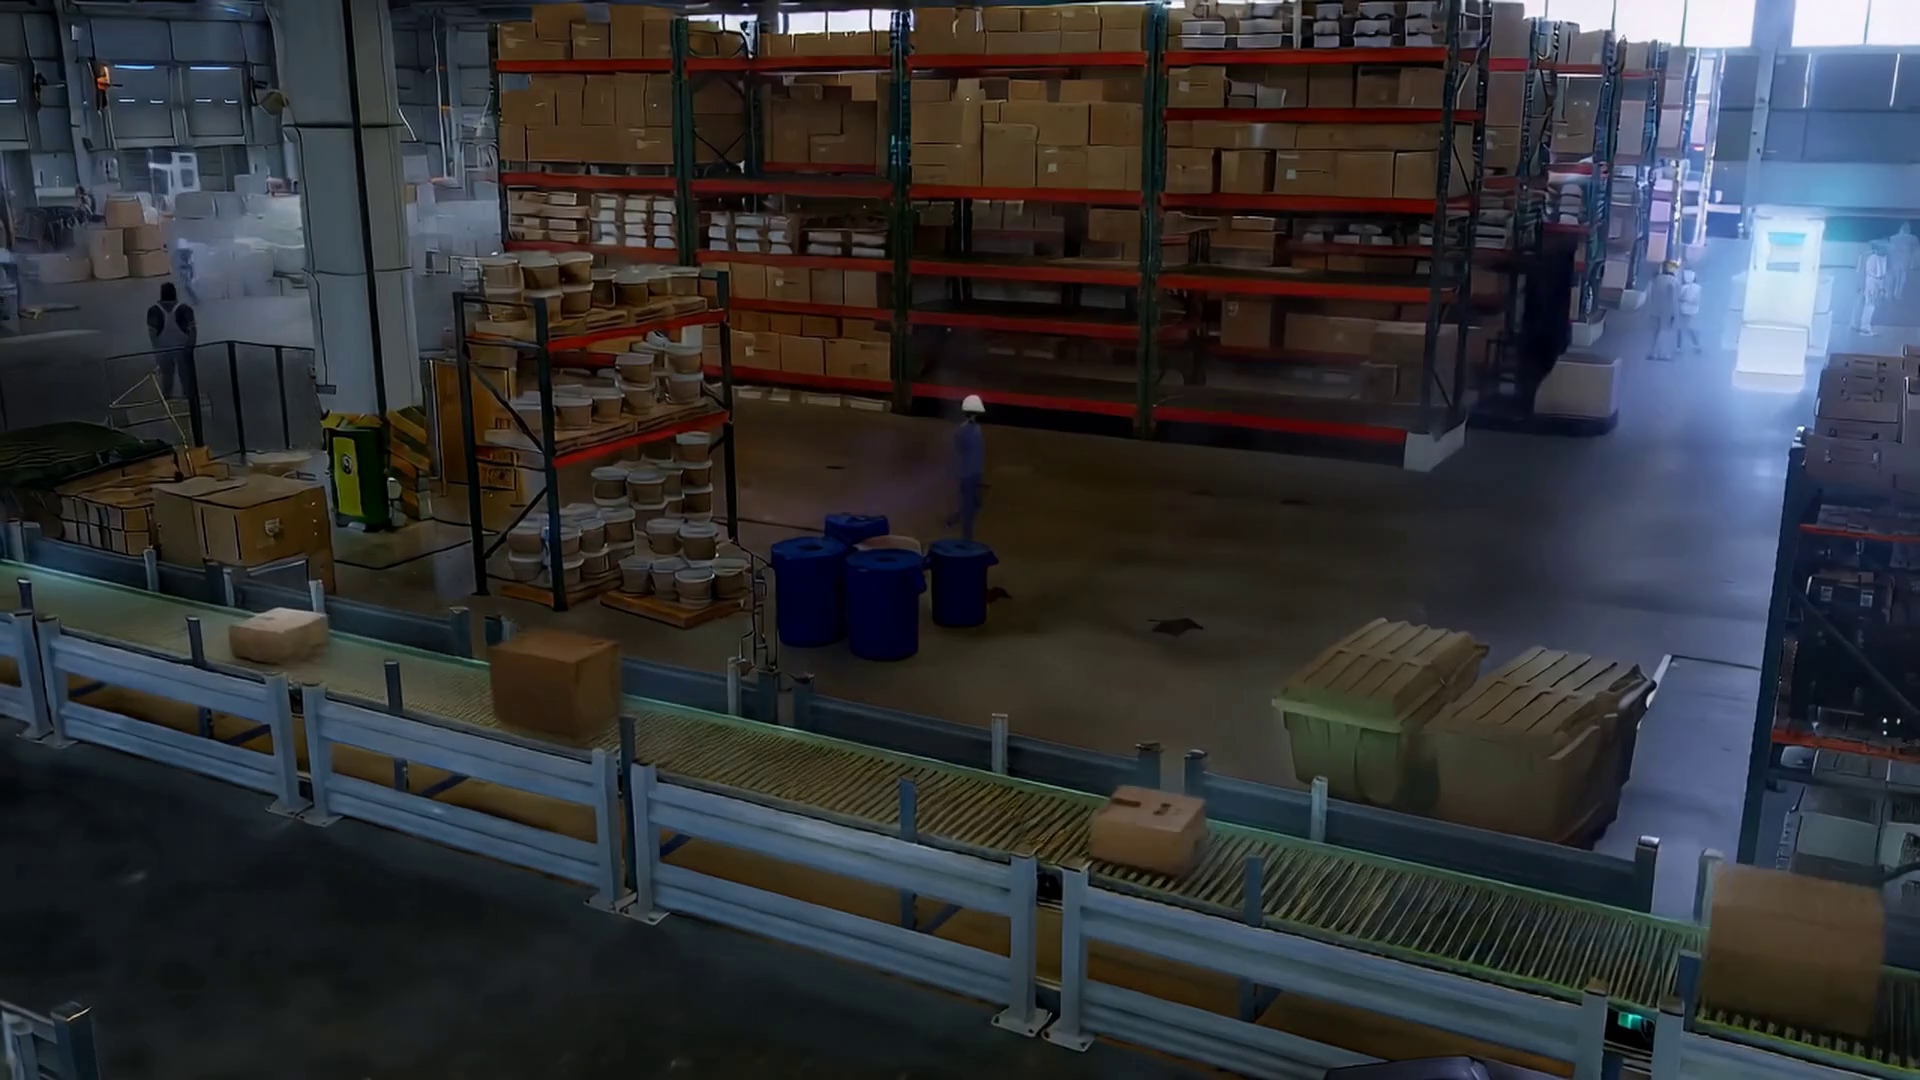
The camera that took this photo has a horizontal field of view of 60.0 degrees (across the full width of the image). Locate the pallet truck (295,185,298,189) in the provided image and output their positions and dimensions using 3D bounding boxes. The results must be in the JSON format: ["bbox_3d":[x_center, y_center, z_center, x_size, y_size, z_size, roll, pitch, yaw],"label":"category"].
[{"bbox_3d":[-26.804,-14.617,69.738,1.885,1.965,0.823,-14,20,-42],"label":"pallet truck"}]

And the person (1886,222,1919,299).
[{"bbox_3d":[22.982,-6.810,40.610,0.666,1.883,0.617,8,17,27],"label":"person"}]

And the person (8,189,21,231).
[{"bbox_3d":[-33.593,-11.573,58.911,0.536,1.673,0.686,12,19,39],"label":"person"}]

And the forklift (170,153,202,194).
[{"bbox_3d":[-28.889,-13.072,62.240,1.873,2.768,1.129,8,17,28],"label":"forklift"}]

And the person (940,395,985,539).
[{"bbox_3d":[0.035,-0.713,17.959,0.598,1.759,0.527,9,17,31],"label":"person"}]

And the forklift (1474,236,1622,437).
[{"bbox_3d":[8.774,-3.043,24.540,1.873,2.768,1.129,8,17,28],"label":"forklift"}]

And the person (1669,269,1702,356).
[{"bbox_3d":[13.864,-4.318,31.628,0.547,1.678,0.600,-5,16,-17],"label":"person"}]

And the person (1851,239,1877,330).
[{"bbox_3d":[19.333,-5.447,35.449,0.642,1.905,0.399,-12,19,-38],"label":"person"}]

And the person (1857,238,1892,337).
[{"bbox_3d":[18.919,-5.217,34.349,0.602,2.036,0.406,-13,19,-40],"label":"person"}]

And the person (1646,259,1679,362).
[{"bbox_3d":[13.181,-4.290,31.112,0.399,1.901,0.643,-5,16,-19],"label":"person"}]

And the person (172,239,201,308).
[{"bbox_3d":[-18.225,-6.297,39.230,0.869,1.591,0.519,8,17,28],"label":"person"}]

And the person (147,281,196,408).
[{"bbox_3d":[-12.542,-3.139,26.507,0.686,2.000,0.923,-5,16,-19],"label":"person"}]

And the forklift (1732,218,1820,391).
[{"bbox_3d":[13.993,-4.074,28.415,1.129,2.768,1.873,8,17,27],"label":"forklift"}]

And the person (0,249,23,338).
[{"bbox_3d":[-19.291,-4.950,33.645,0.418,1.866,0.599,1,15,4],"label":"person"}]
